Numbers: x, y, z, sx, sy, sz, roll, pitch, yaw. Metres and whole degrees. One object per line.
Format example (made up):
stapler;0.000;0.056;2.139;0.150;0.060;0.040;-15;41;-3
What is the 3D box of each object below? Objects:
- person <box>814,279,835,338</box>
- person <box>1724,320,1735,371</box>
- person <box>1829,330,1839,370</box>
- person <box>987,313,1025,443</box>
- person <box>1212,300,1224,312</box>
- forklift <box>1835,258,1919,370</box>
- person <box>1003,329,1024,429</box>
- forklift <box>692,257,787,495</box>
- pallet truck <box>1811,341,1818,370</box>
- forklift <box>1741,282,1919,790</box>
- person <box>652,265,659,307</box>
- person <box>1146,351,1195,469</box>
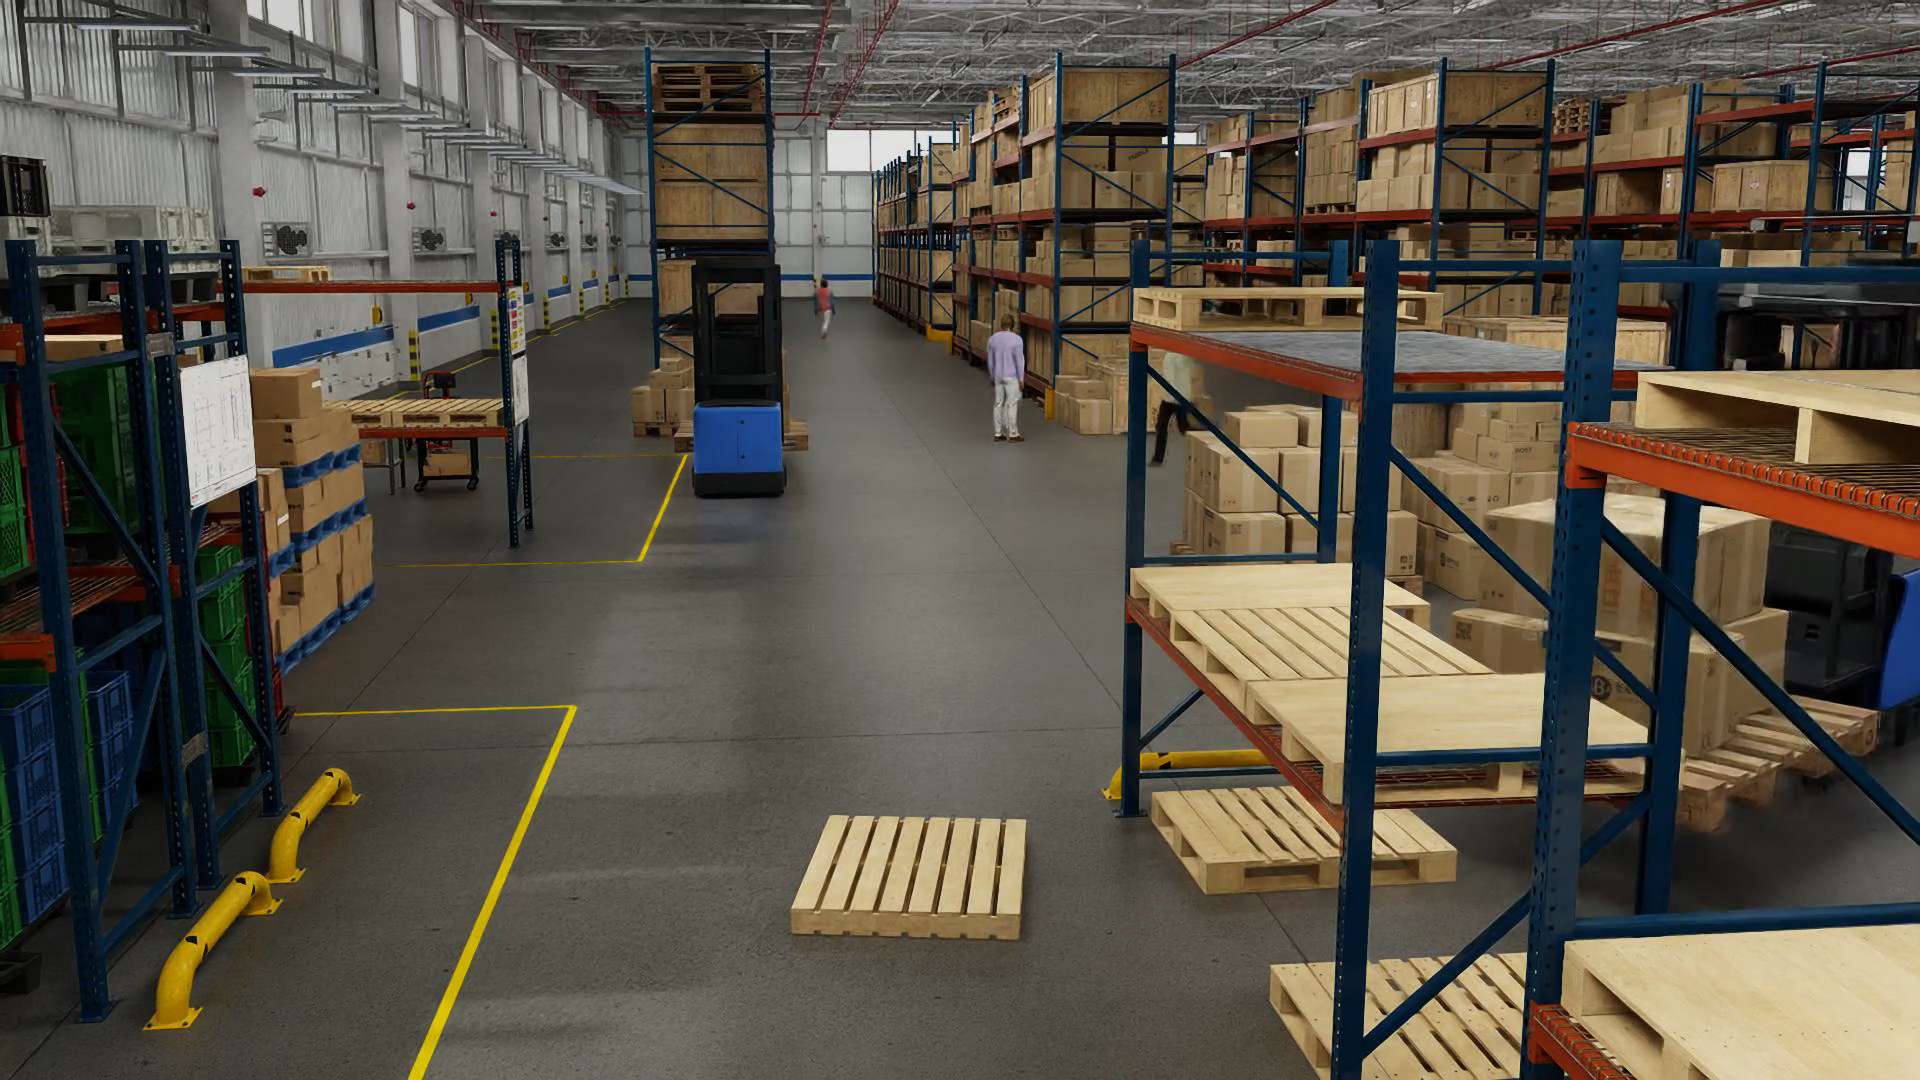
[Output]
person;-4.197;-7.142;51.437;0.636;1.827;0.698;2;10;13
person;13.741;-3.388;30.279;0.640;1.944;0.568;-3;11;-18
person;14.169;-2.677;26.469;0.643;1.908;0.411;0;10;0
person;0.704;-2.427;24.992;0.627;1.941;0.371;7;13;35
person;7.367;-6.374;47.761;0.671;1.610;0.505;-4;11;-20
forklift;10.445;-1.844;19.152;1.873;2.768;1.129;-1;10;-7
person;0.811;-2.589;26.750;0.517;1.622;0.368;-4;11;-20
forklift;-2.700;-2.035;20.207;1.129;2.768;1.873;-1;10;-6
pallet truck;15.846;-3.142;28.793;1.885;1.965;0.823;2;10;12
forklift;5.068;-0.168;9.866;1.873;2.768;1.129;-9;13;-40
person;-13.893;-11.639;76.029;0.352;1.942;0.545;6;12;30
person;2.903;-1.885;21.940;0.940;1.962;0.631;8;13;38
